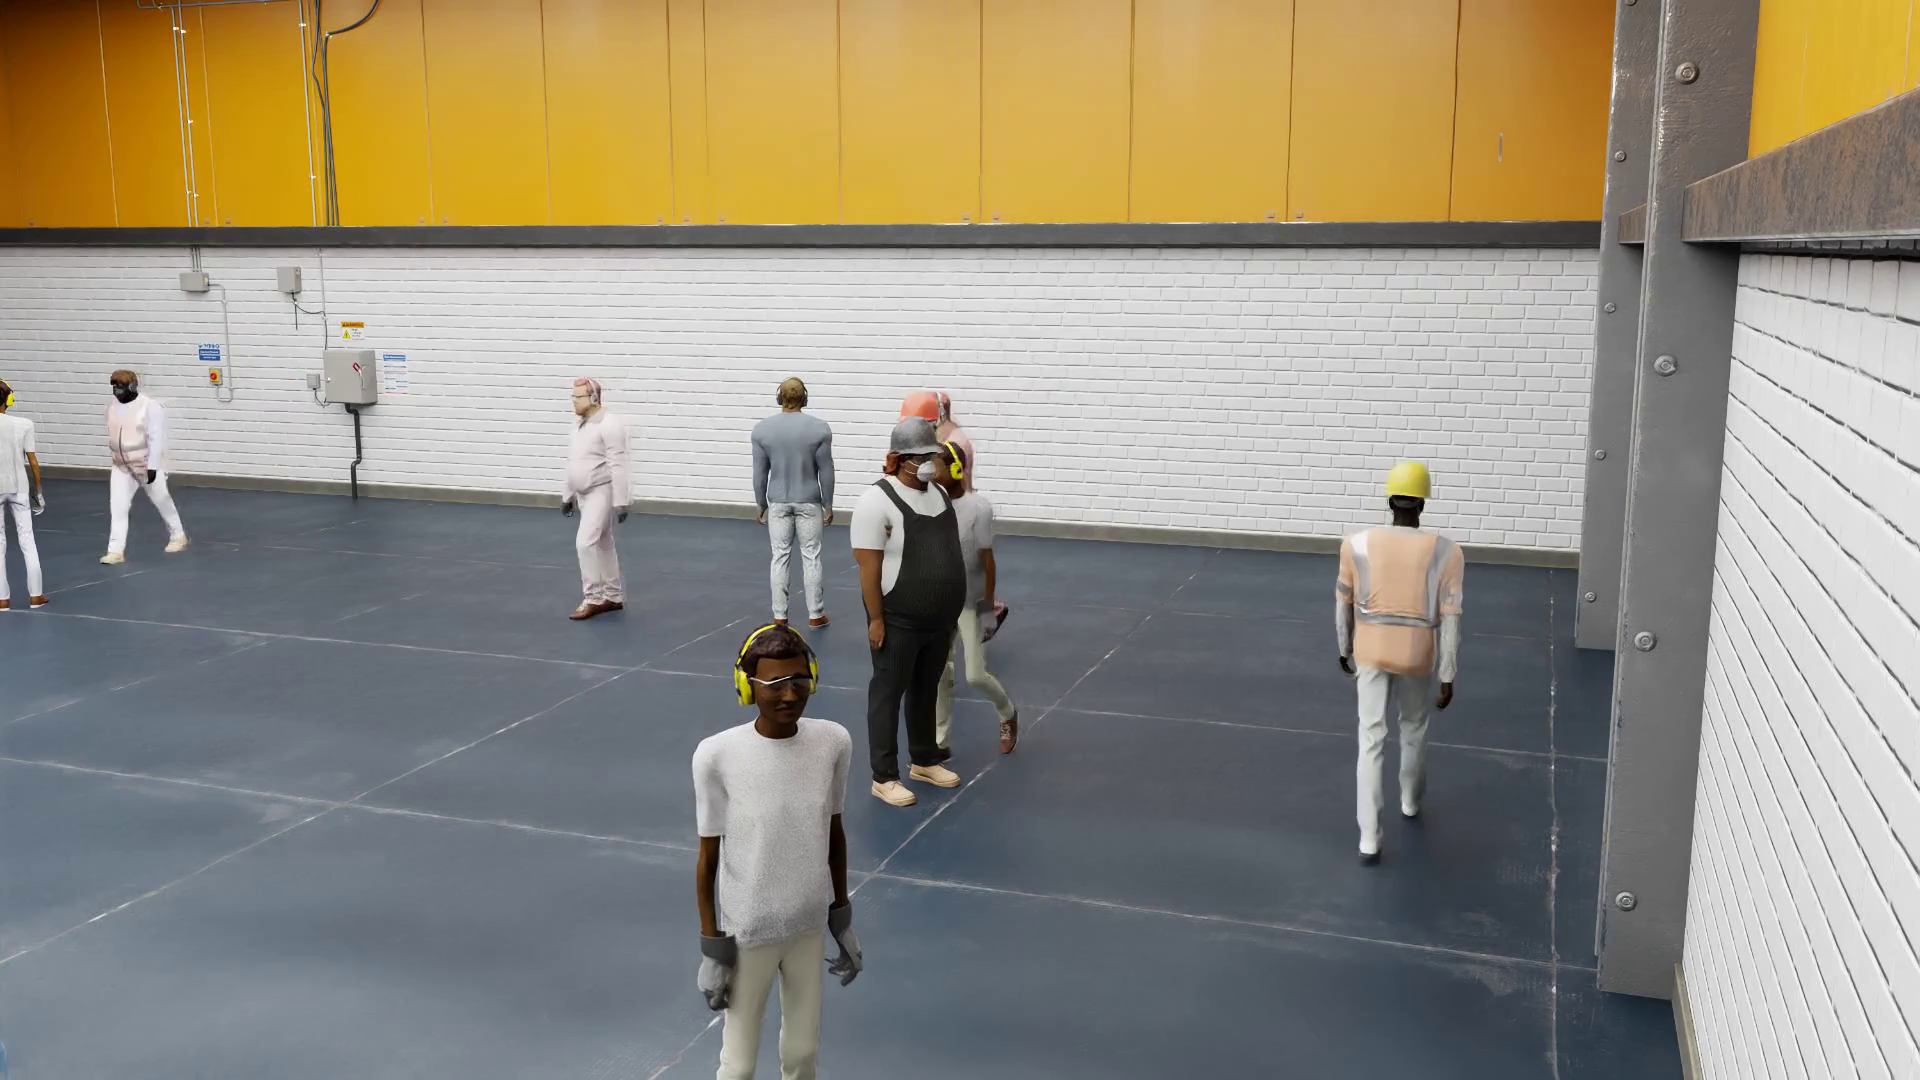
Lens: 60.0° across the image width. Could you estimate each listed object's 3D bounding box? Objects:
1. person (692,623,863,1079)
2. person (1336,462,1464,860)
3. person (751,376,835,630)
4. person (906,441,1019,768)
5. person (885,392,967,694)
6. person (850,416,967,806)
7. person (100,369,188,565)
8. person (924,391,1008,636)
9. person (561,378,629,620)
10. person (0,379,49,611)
[{"bbox_3d":[-0.516,1.149,4.830,0.520,1.873,0.335,-6,12,-31],"label":"person"},{"bbox_3d":[2.132,0.559,8.136,0.595,1.876,0.996,3,10,16],"label":"person"},{"bbox_3d":[-1.257,-0.269,12.623,0.627,1.941,0.371,0,10,3],"label":"person"},{"bbox_3d":[0.030,0.361,9.332,0.580,1.852,0.632,10,14,43],"label":"person"},{"bbox_3d":[-0.244,0.036,10.748,0.622,1.991,0.383,6,12,29],"label":"person"},{"bbox_3d":[-0.215,0.359,8.797,0.535,2.000,0.674,8,13,39],"label":"person"},{"bbox_3d":[-7.666,-0.710,15.549,0.618,1.794,0.997,2,10,9],"label":"person"},{"bbox_3d":[-0.023,-0.142,12.030,0.607,1.895,0.670,-4,11,-22],"label":"person"},{"bbox_3d":[-2.956,-0.324,13.067,0.697,1.882,0.681,-8,13,-38],"label":"person"},{"bbox_3d":[-7.661,-0.364,13.357,0.535,1.868,0.309,-6,12,-29],"label":"person"}]
